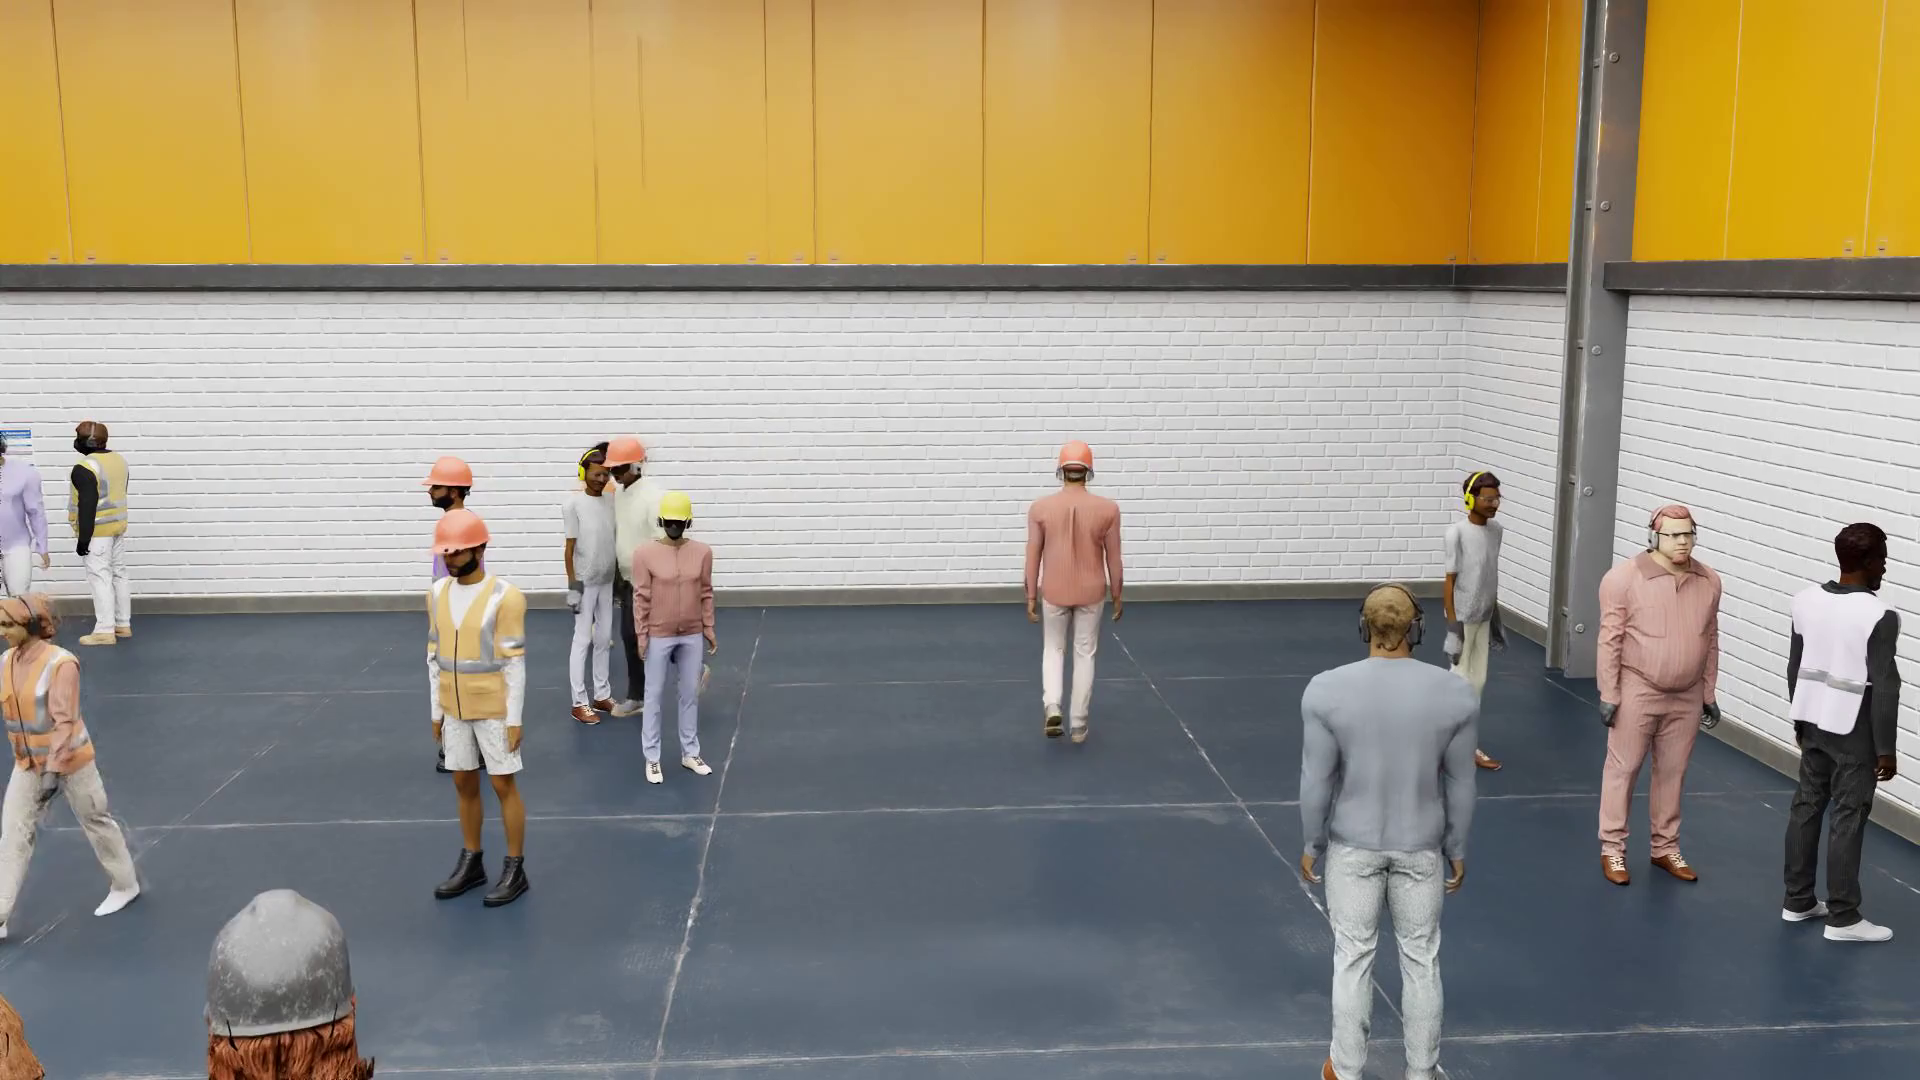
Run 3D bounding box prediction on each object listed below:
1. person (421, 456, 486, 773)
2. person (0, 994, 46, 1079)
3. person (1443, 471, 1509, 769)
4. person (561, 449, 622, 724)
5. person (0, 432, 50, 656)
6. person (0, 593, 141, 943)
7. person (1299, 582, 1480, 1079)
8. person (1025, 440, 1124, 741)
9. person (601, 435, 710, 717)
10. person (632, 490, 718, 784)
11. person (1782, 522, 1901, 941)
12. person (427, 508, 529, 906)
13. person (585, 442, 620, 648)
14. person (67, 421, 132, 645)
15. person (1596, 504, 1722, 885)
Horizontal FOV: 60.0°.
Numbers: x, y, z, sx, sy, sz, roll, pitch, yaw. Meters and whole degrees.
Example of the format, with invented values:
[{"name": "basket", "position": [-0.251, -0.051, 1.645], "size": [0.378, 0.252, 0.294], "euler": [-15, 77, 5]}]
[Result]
[{"name": "person", "position": [-3.081, 0.450, 10.197], "size": [0.347, 1.942, 0.549], "euler": [-2, 9, -12]}, {"name": "person", "position": [-1.936, 1.696, 3.378], "size": [0.502, 1.628, 0.286], "euler": [-7, 11, -36]}, {"name": "person", "position": [3.140, 0.499, 10.149], "size": [0.546, 1.867, 0.325], "euler": [-7, 11, -37]}, {"name": "person", "position": [-2.480, 0.308, 11.352], "size": [0.328, 1.862, 0.517], "euler": [6, 11, 32]}, {"name": "person", "position": [-7.289, 0.073, 12.631], "size": [0.650, 1.921, 0.437], "euler": [-6, 11, -32]}, {"name": "person", "position": [-4.198, 1.031, 7.646], "size": [0.519, 1.589, 0.856], "euler": [4, 10, 21]}, {"name": "person", "position": [1.542, 1.114, 6.053], "size": [0.628, 1.936, 0.374], "euler": [1, 9, 7]}, {"name": "person", "position": [0.742, 0.343, 10.790], "size": [0.635, 1.974, 0.535], "euler": [1, 9, 9]}, {"name": "person", "position": [-2.122, 0.244, 11.422], "size": [0.685, 1.963, 0.651], "euler": [-8, 12, -40]}, {"name": "person", "position": [-1.707, 0.573, 9.999], "size": [0.523, 1.763, 0.329], "euler": [-6, 11, -32]}, {"name": "person", "position": [4.039, 0.870, 7.636], "size": [0.390, 1.920, 0.587], "euler": [-3, 9, -16]}, {"name": "person", "position": [-2.341, 0.802, 8.016], "size": [0.543, 1.935, 0.372], "euler": [3, 10, 20]}, {"name": "person", "position": [-2.914, 0.040, 13.580], "size": [0.340, 1.679, 0.605], "euler": [-5, 10, -30]}, {"name": "person", "position": [-7.107, -0.064, 13.730], "size": [0.429, 1.846, 0.633], "euler": [0, 9, 1]}, {"name": "person", "position": [3.498, 0.770, 8.304], "size": [0.636, 1.909, 0.406], "euler": [-1, 9, -7]}]
